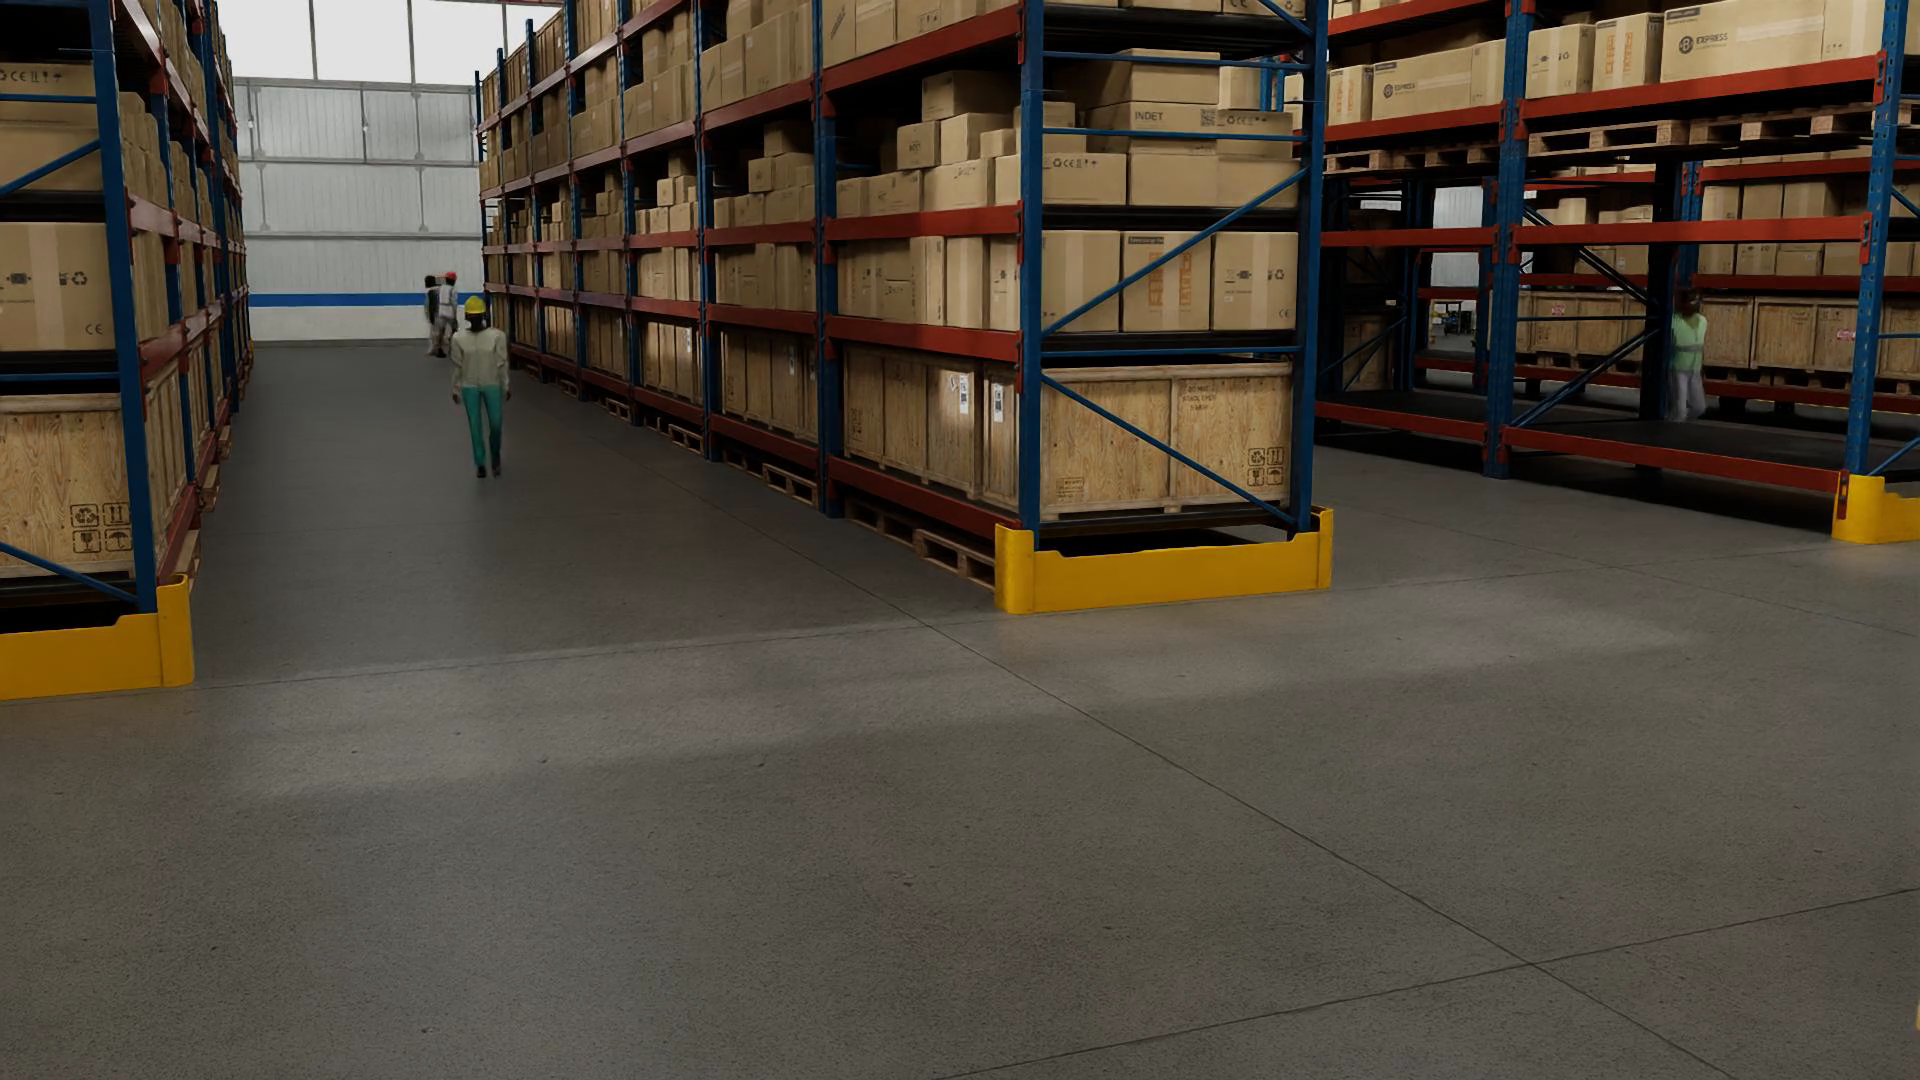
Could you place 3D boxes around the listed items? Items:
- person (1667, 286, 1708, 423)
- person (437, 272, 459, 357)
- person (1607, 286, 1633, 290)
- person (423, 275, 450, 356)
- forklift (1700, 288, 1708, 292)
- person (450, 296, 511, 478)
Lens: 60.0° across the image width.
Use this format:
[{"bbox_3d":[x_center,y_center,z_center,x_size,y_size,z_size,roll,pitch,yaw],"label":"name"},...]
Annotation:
[{"bbox_3d":[7.578,-1.740,17.426,0.587,1.827,0.447,-5,10,-25],"label":"person"},{"bbox_3d":[-11.221,-4.943,36.496,0.540,1.874,1.015,2,10,15],"label":"person"},{"bbox_3d":[13.735,-4.665,34.594,0.404,1.945,0.616,-8,12,-40],"label":"person"},{"bbox_3d":[-11.552,-4.954,36.763,0.668,1.817,0.717,-2,10,-11],"label":"person"},{"bbox_3d":[12.712,-4.004,27.846,1.129,2.768,1.873,-4,10,-22],"label":"forklift"},{"bbox_3d":[-4.603,-1.461,15.965,0.556,1.747,0.484,-2,10,-13],"label":"person"}]
